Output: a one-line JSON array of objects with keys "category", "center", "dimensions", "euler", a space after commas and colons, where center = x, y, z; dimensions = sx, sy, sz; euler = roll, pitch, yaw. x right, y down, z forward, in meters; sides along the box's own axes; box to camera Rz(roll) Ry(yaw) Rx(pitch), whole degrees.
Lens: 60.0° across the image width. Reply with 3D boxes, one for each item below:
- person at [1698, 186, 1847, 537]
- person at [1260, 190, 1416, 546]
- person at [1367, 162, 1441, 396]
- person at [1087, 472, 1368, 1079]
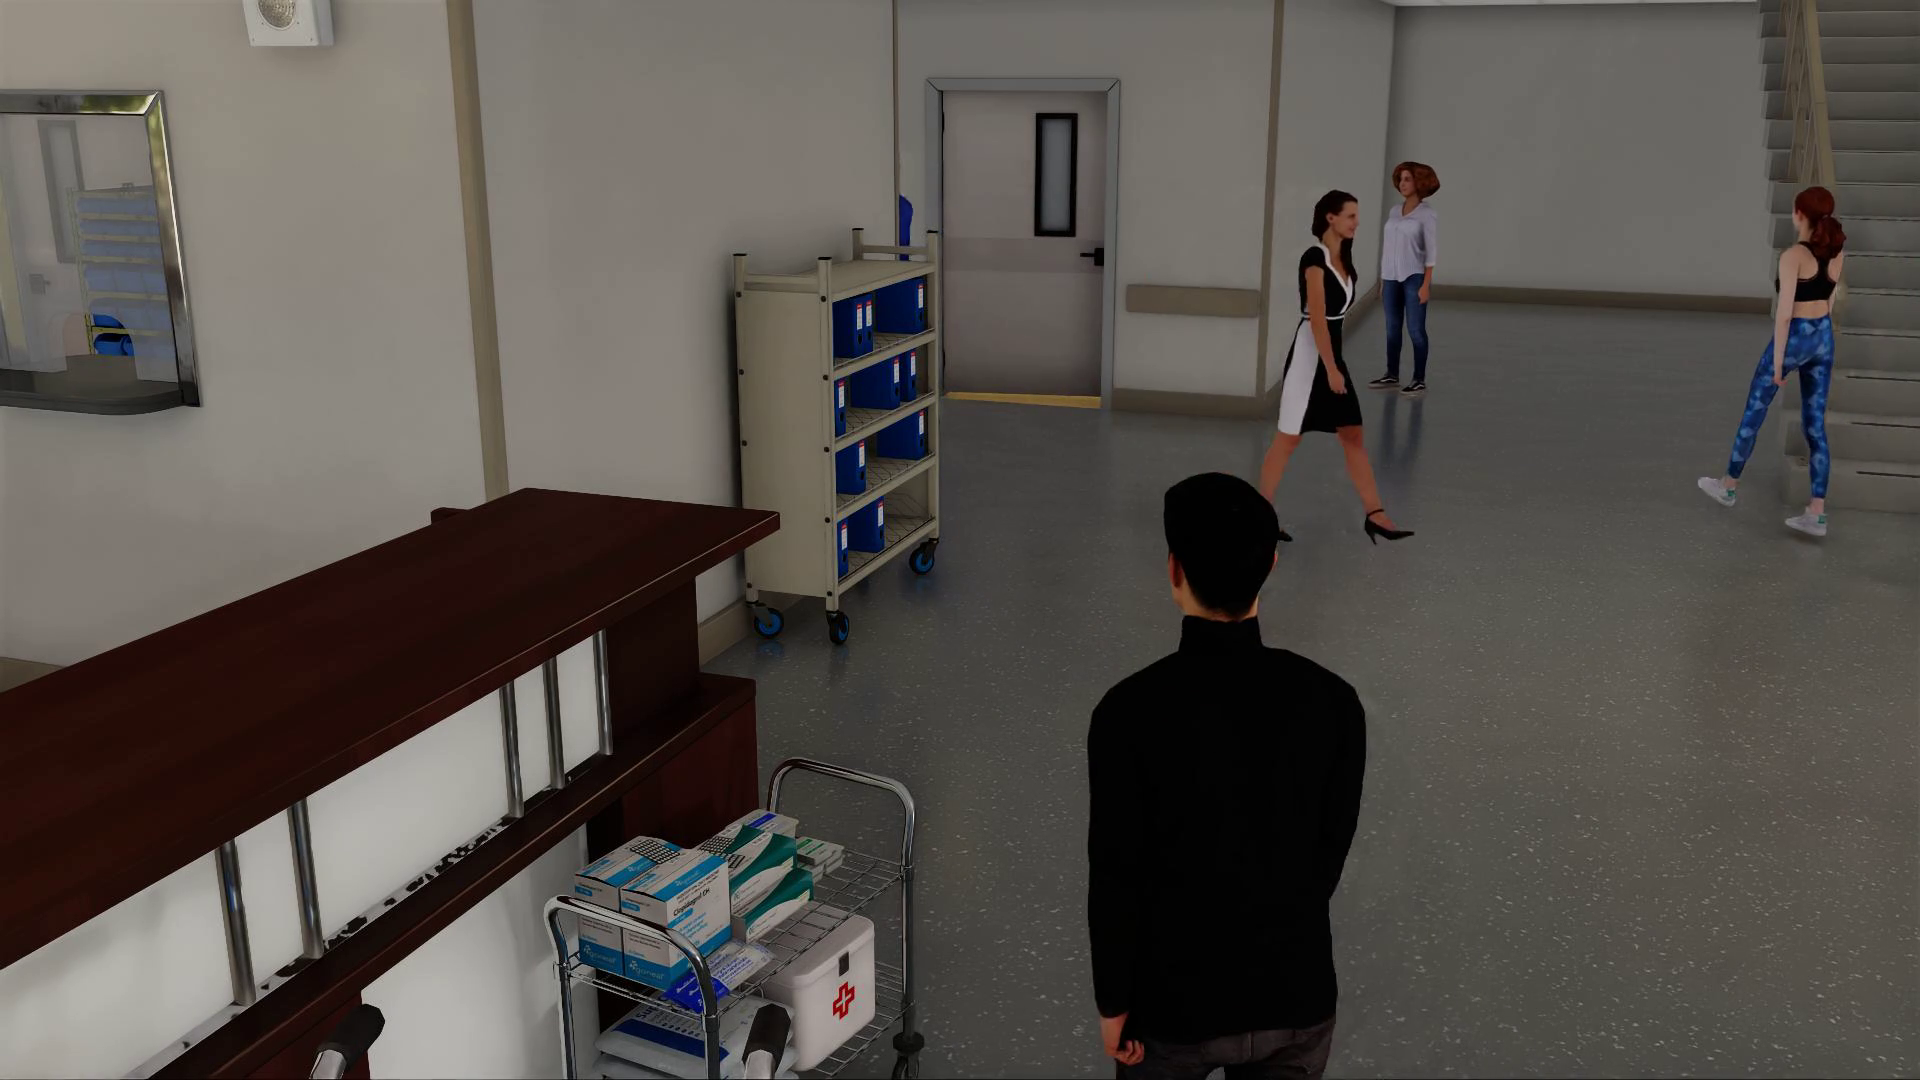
[{"category": "person", "center": [4.370, -0.879, 8.536], "dimensions": [0.973, 1.744, 1.168], "euler": [-3, 16, -11]}, {"category": "person", "center": [1.683, -0.815, 8.281], "dimensions": [0.867, 1.761, 1.076], "euler": [12, 20, 36]}, {"category": "person", "center": [3.368, -1.971, 12.472], "dimensions": [0.788, 1.711, 0.751], "euler": [-10, 19, -31]}, {"category": "person", "center": [0.465, 0.774, 2.791], "dimensions": [0.923, 1.681, 1.173], "euler": [-1, 16, -2]}]
